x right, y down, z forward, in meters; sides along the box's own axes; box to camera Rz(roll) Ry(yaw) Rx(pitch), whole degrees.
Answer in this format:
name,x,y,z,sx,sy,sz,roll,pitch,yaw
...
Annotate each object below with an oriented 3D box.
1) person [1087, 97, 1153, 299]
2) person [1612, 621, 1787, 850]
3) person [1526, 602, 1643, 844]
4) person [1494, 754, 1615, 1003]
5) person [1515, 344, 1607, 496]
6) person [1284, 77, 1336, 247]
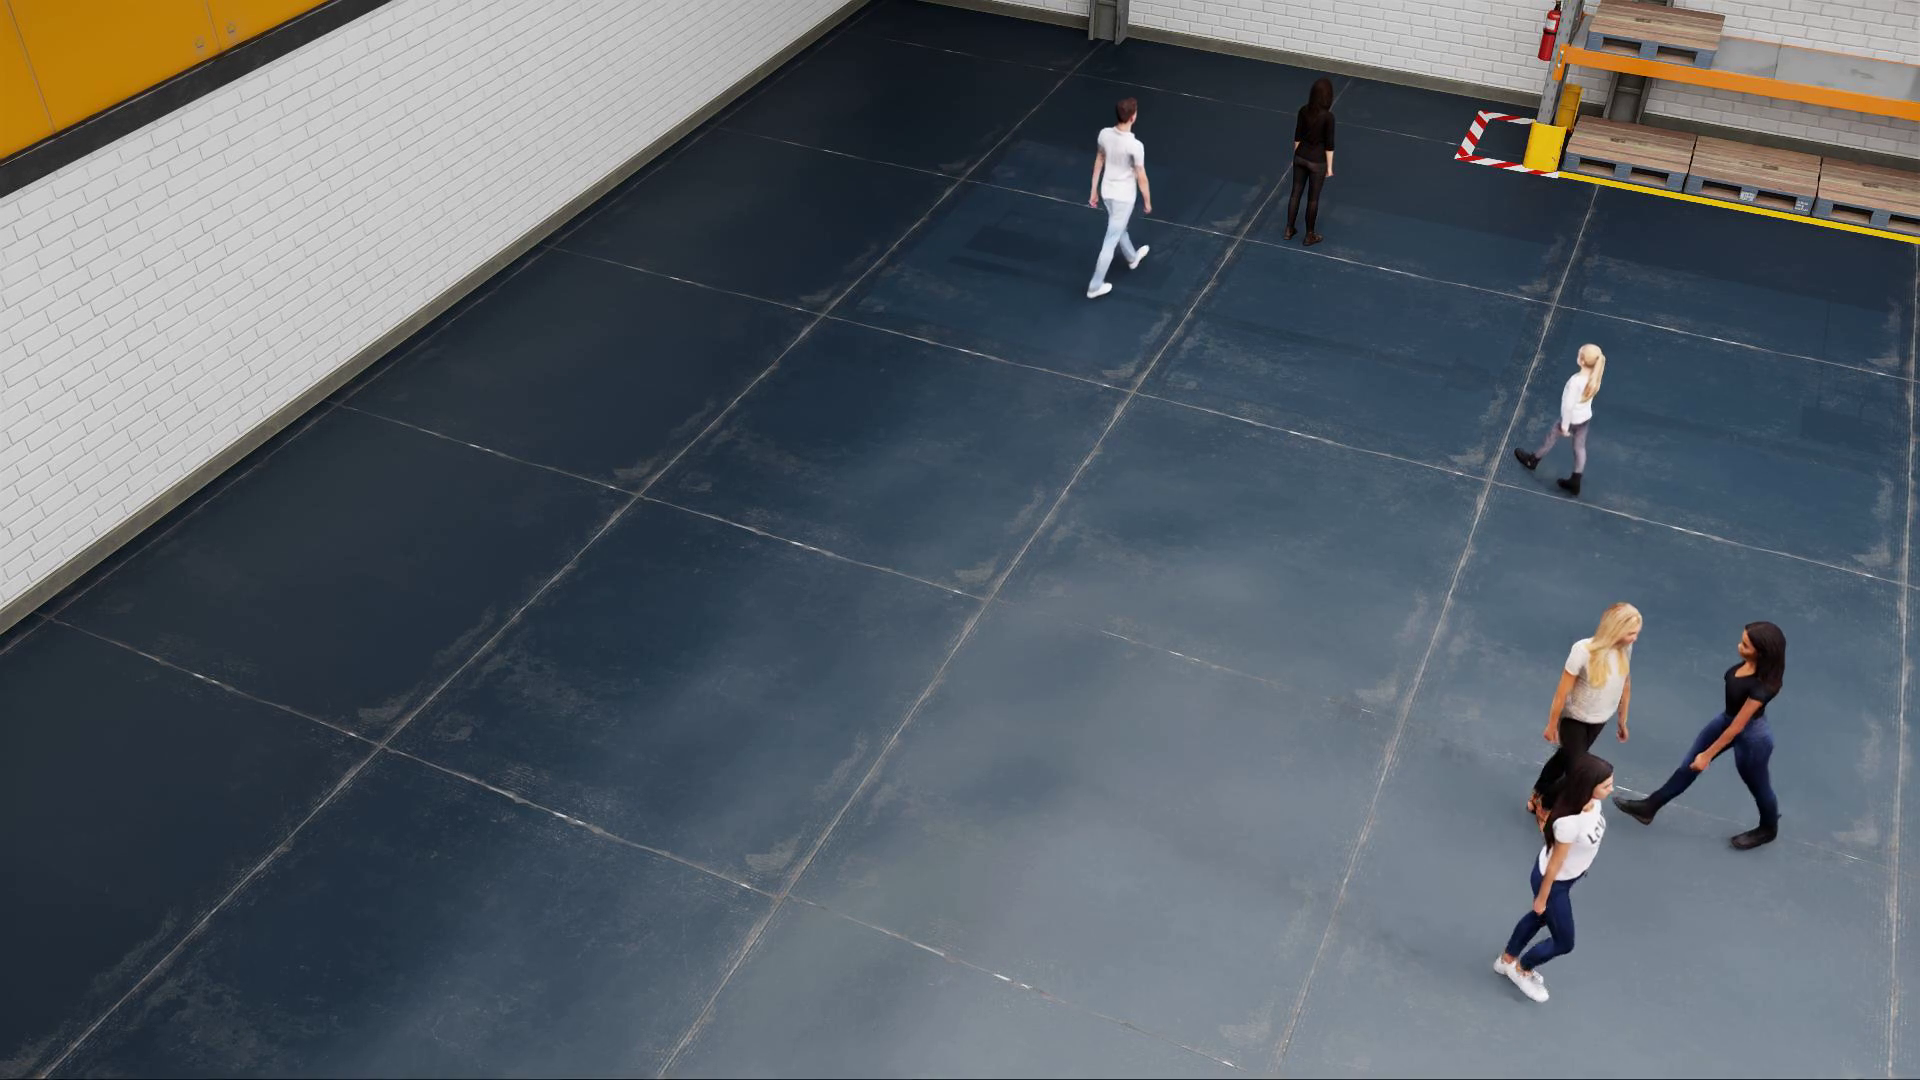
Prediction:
name,x,y,z,sx,sy,sz,roll,pitch,yaw
person,1.356,-3.003,14.875,1.029,1.797,1.203,-31,48,-33
person,4.653,1.199,9.712,1.242,1.673,0.761,7,39,9
person,3.599,1.005,9.849,0.730,1.807,0.776,-20,43,-23
person,3.102,1.786,8.908,0.627,1.761,0.641,22,44,25
person,4.734,-0.897,12.671,0.788,1.257,0.892,-17,42,-20
person,3.315,-3.580,15.723,0.522,1.640,0.680,28,46,30
